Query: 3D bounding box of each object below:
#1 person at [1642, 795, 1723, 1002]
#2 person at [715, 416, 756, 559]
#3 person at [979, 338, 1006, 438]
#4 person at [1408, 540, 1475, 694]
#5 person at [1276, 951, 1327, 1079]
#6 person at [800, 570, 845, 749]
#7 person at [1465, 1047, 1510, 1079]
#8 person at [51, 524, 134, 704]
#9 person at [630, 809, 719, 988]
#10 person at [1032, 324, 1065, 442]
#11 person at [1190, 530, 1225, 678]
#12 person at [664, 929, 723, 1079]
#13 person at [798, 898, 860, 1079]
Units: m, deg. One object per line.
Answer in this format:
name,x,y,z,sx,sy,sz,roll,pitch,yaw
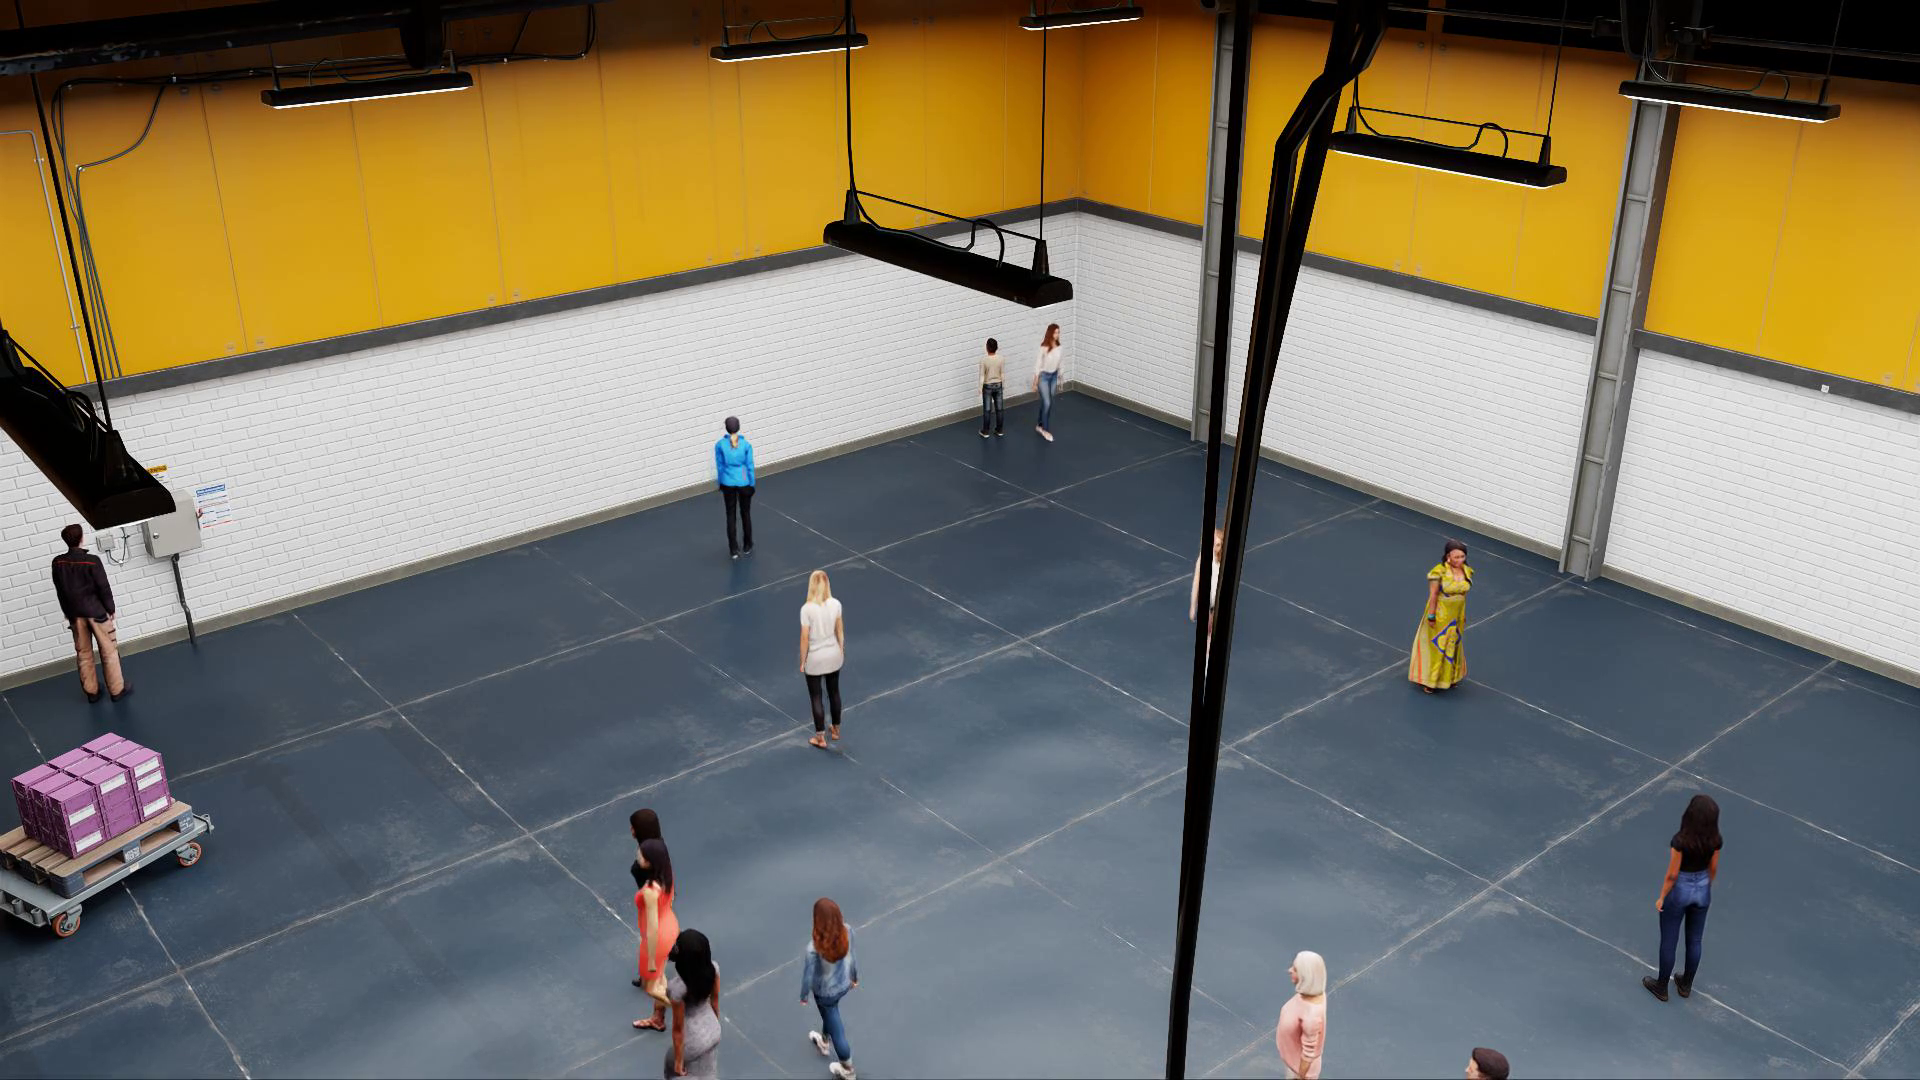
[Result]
person,5.491,2.700,12.571,0.659,1.738,0.688,-3,24,-6
person,-2.719,-0.649,20.152,0.787,1.803,0.847,1,24,2
person,0.478,-2.217,24.166,0.608,1.461,0.627,-6,24,-13
person,4.996,0.762,17.102,0.941,1.660,0.894,-10,26,-22
person,2.247,3.422,10.937,0.729,1.725,0.673,2,24,6
person,-1.318,1.140,16.026,0.664,1.831,0.635,-12,26,-26
person,3.077,3.800,9.904,0.739,1.860,0.771,9,25,21
person,-8.821,0.742,16.819,0.785,1.925,0.798,-3,24,-6
person,-2.209,2.759,12.579,0.996,1.624,0.946,2,24,4
person,1.217,-2.321,24.105,0.652,1.701,0.806,-14,27,-29
person,2.603,0.672,17.226,1.043,1.726,1.089,3,24,6
person,-1.674,3.375,10.990,0.697,1.769,0.676,18,29,35
person,-0.857,3.201,11.772,0.809,1.462,0.630,21,31,40
